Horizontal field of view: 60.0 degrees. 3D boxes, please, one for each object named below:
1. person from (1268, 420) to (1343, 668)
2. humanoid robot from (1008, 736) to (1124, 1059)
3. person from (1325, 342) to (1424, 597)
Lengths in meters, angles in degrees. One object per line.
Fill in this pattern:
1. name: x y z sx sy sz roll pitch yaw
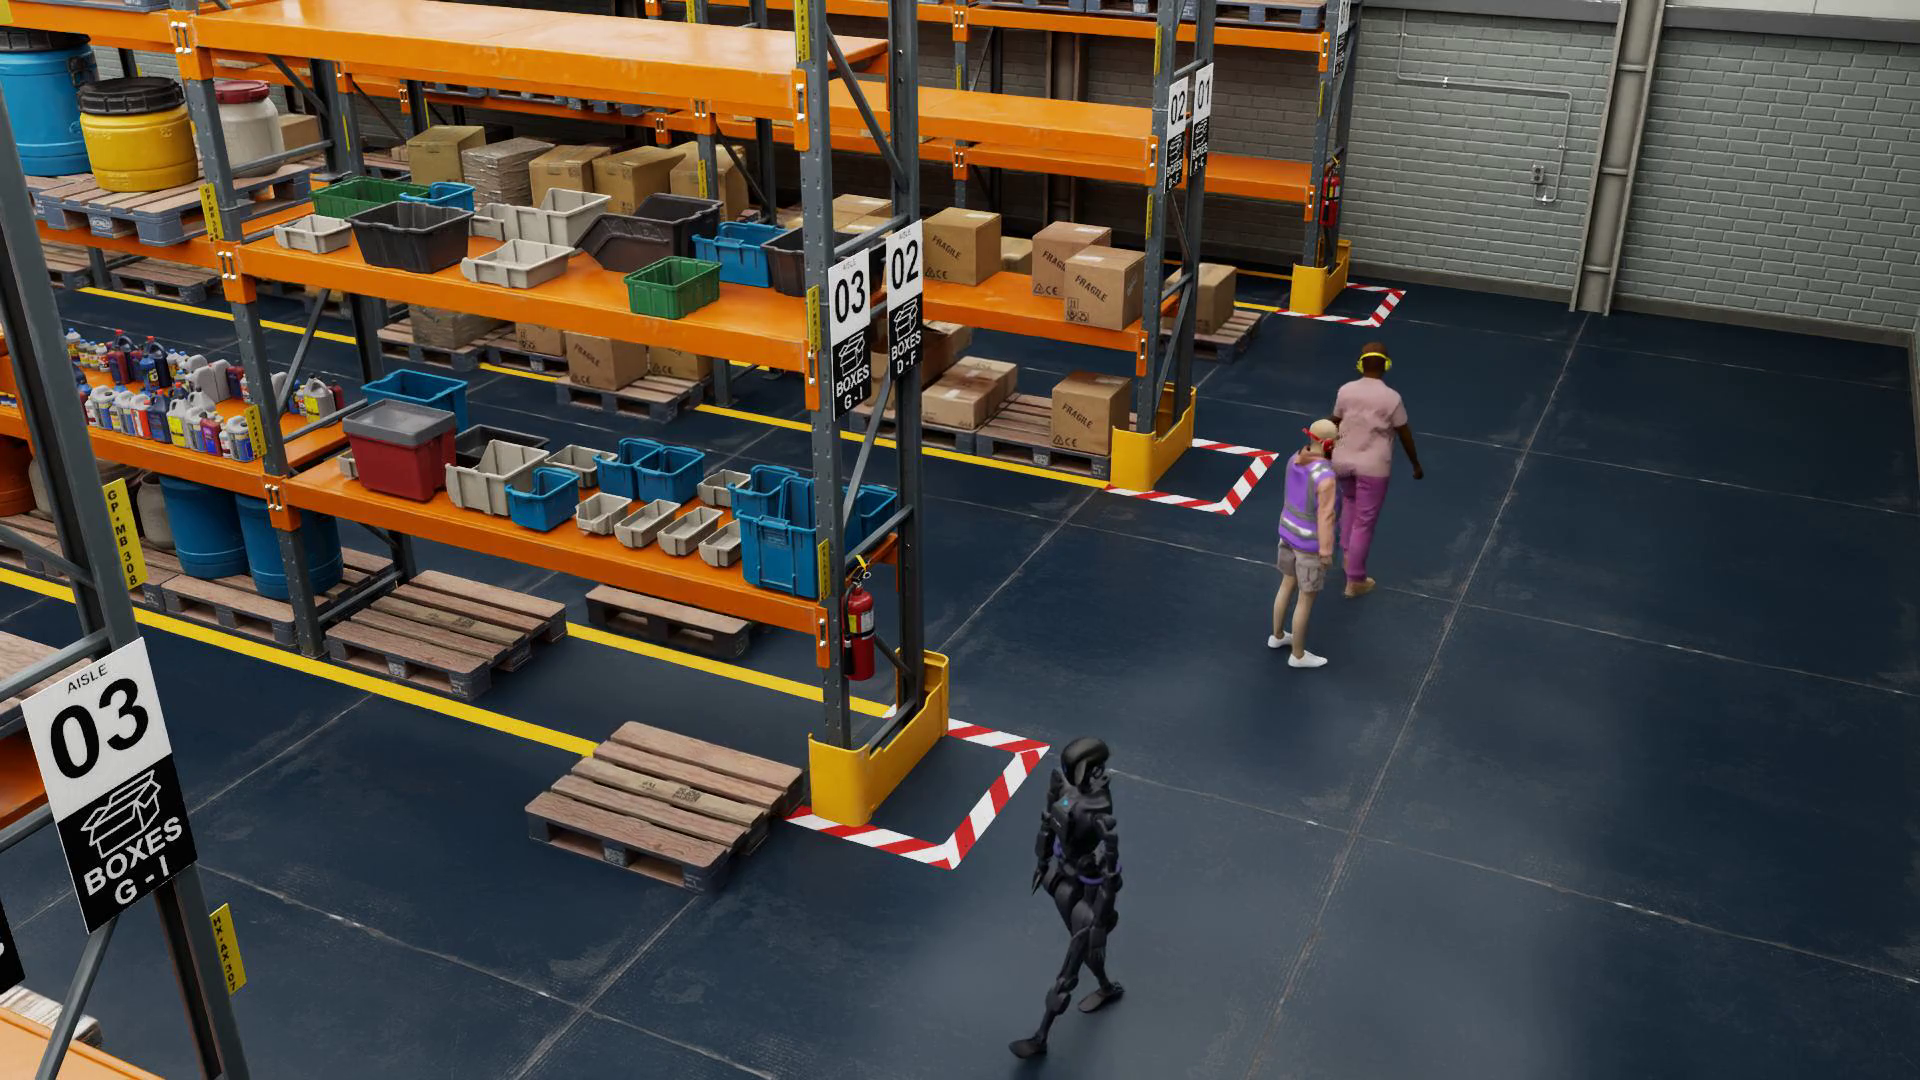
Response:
1. person: 2.221 0.019 10.667 0.348 1.688 0.491 -9 28 -18
2. humanoid robot: 0.489 1.584 7.540 0.756 1.625 0.589 -15 30 -28
3. person: 2.877 -0.503 11.634 0.665 1.759 0.663 23 34 38
